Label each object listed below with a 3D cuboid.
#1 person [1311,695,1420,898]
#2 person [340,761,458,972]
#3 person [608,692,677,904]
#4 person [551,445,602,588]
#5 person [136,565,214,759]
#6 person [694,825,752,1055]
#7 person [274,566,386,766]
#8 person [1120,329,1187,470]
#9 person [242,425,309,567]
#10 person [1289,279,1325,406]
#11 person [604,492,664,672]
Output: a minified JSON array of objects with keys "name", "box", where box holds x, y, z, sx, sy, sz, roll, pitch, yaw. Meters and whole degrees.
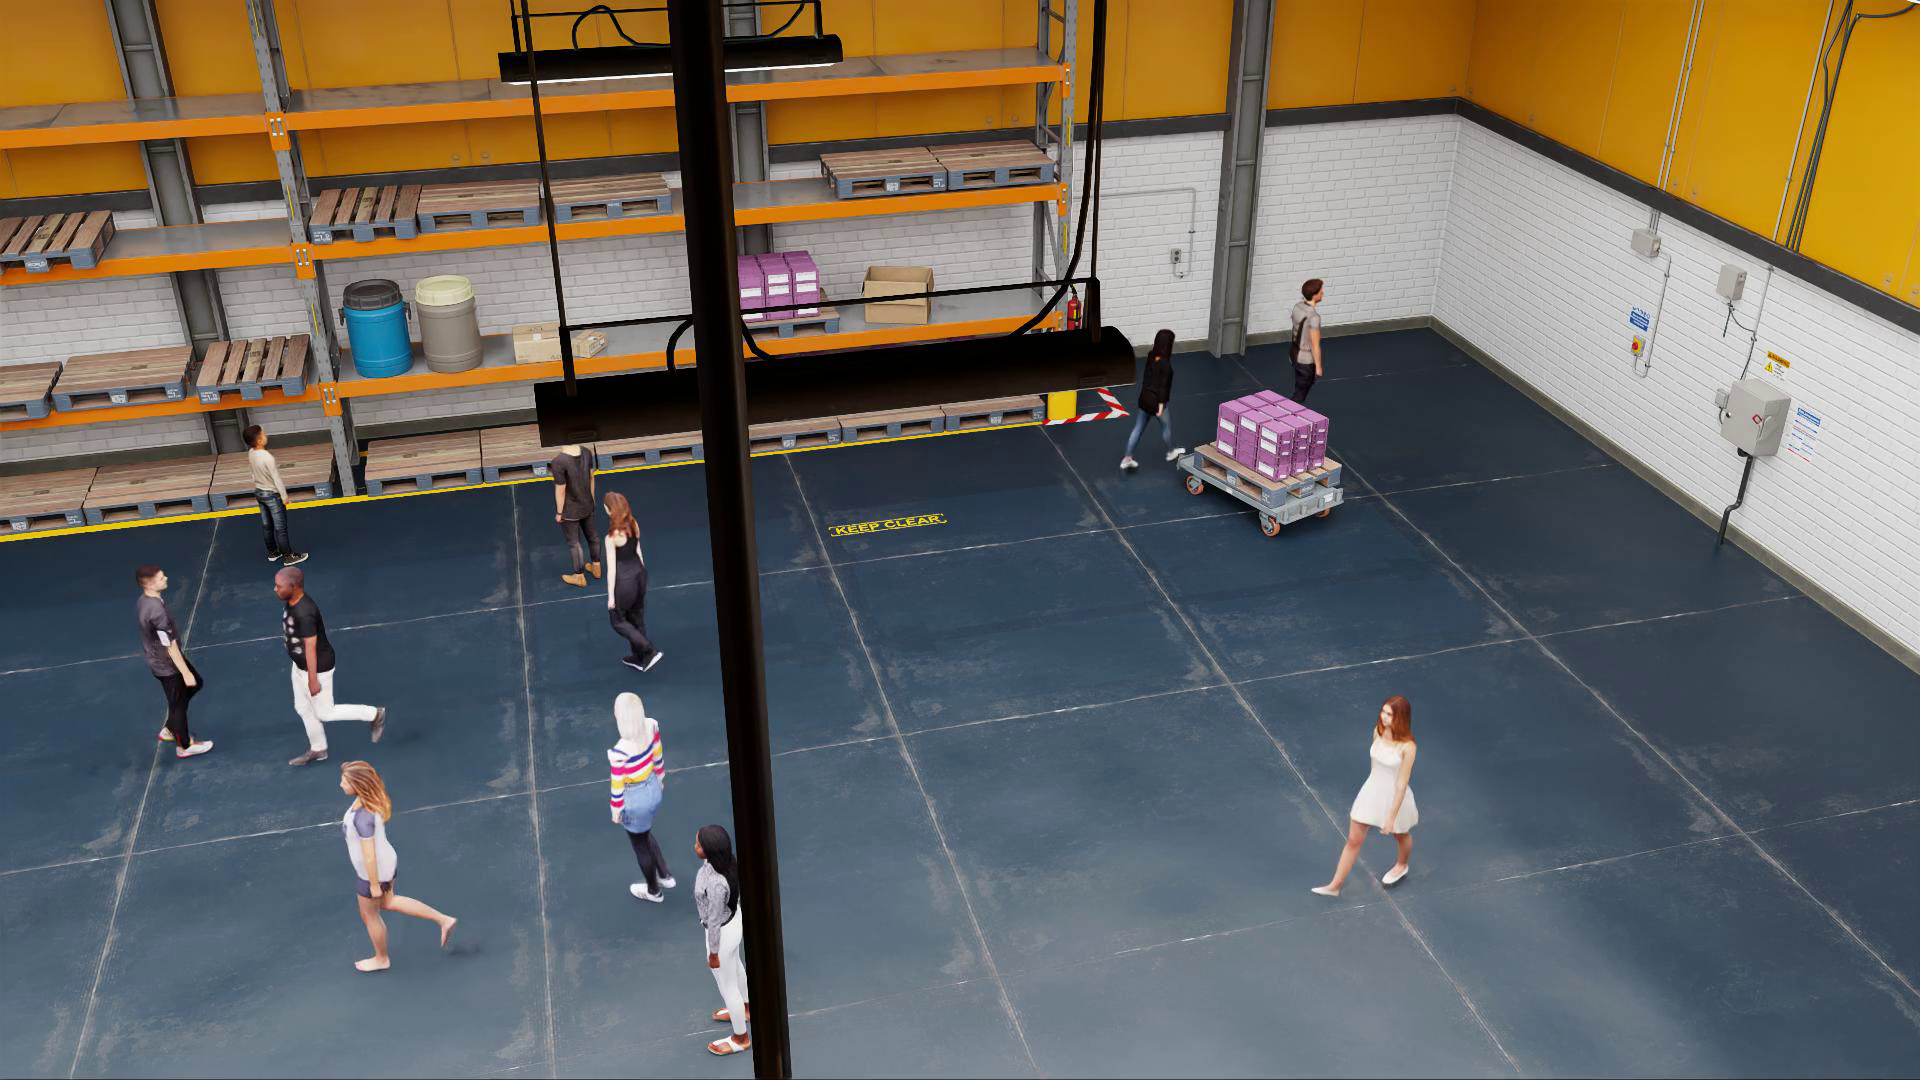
[{"name":"person","box":[3.125,1.830,11.898,1.183,1.663,0.834,-19,34,-30]},{"name":"person","box":[-3.836,2.193,11.179,0.942,1.714,0.635,-5,29,-9]},{"name":"person","box":[-2.189,1.846,11.723,0.843,1.803,0.791,14,32,24]},{"name":"person","box":[-3.662,-0.366,15.874,0.769,1.711,0.676,22,35,34]},{"name":"person","box":[-6.428,1.004,13.318,0.731,1.754,0.725,-15,32,-25]},{"name":"person","box":[-1.503,2.507,10.596,0.574,1.722,0.628,-1,29,-2]},{"name":"person","box":[-5.084,1.001,13.299,1.123,1.779,0.905,-20,34,-32]},{"name":"person","box":[2.039,-1.492,18.050,1.150,1.604,0.824,-18,34,-30]},{"name":"person","box":[-6.761,-0.445,16.275,0.634,1.466,0.688,17,33,28]},{"name":"person","box":[3.803,-2.045,18.774,0.597,1.881,0.659,-7,29,-13]},{"name":"person","box":[-2.811,0.405,14.443,0.907,1.727,0.848,16,32,26]}]
